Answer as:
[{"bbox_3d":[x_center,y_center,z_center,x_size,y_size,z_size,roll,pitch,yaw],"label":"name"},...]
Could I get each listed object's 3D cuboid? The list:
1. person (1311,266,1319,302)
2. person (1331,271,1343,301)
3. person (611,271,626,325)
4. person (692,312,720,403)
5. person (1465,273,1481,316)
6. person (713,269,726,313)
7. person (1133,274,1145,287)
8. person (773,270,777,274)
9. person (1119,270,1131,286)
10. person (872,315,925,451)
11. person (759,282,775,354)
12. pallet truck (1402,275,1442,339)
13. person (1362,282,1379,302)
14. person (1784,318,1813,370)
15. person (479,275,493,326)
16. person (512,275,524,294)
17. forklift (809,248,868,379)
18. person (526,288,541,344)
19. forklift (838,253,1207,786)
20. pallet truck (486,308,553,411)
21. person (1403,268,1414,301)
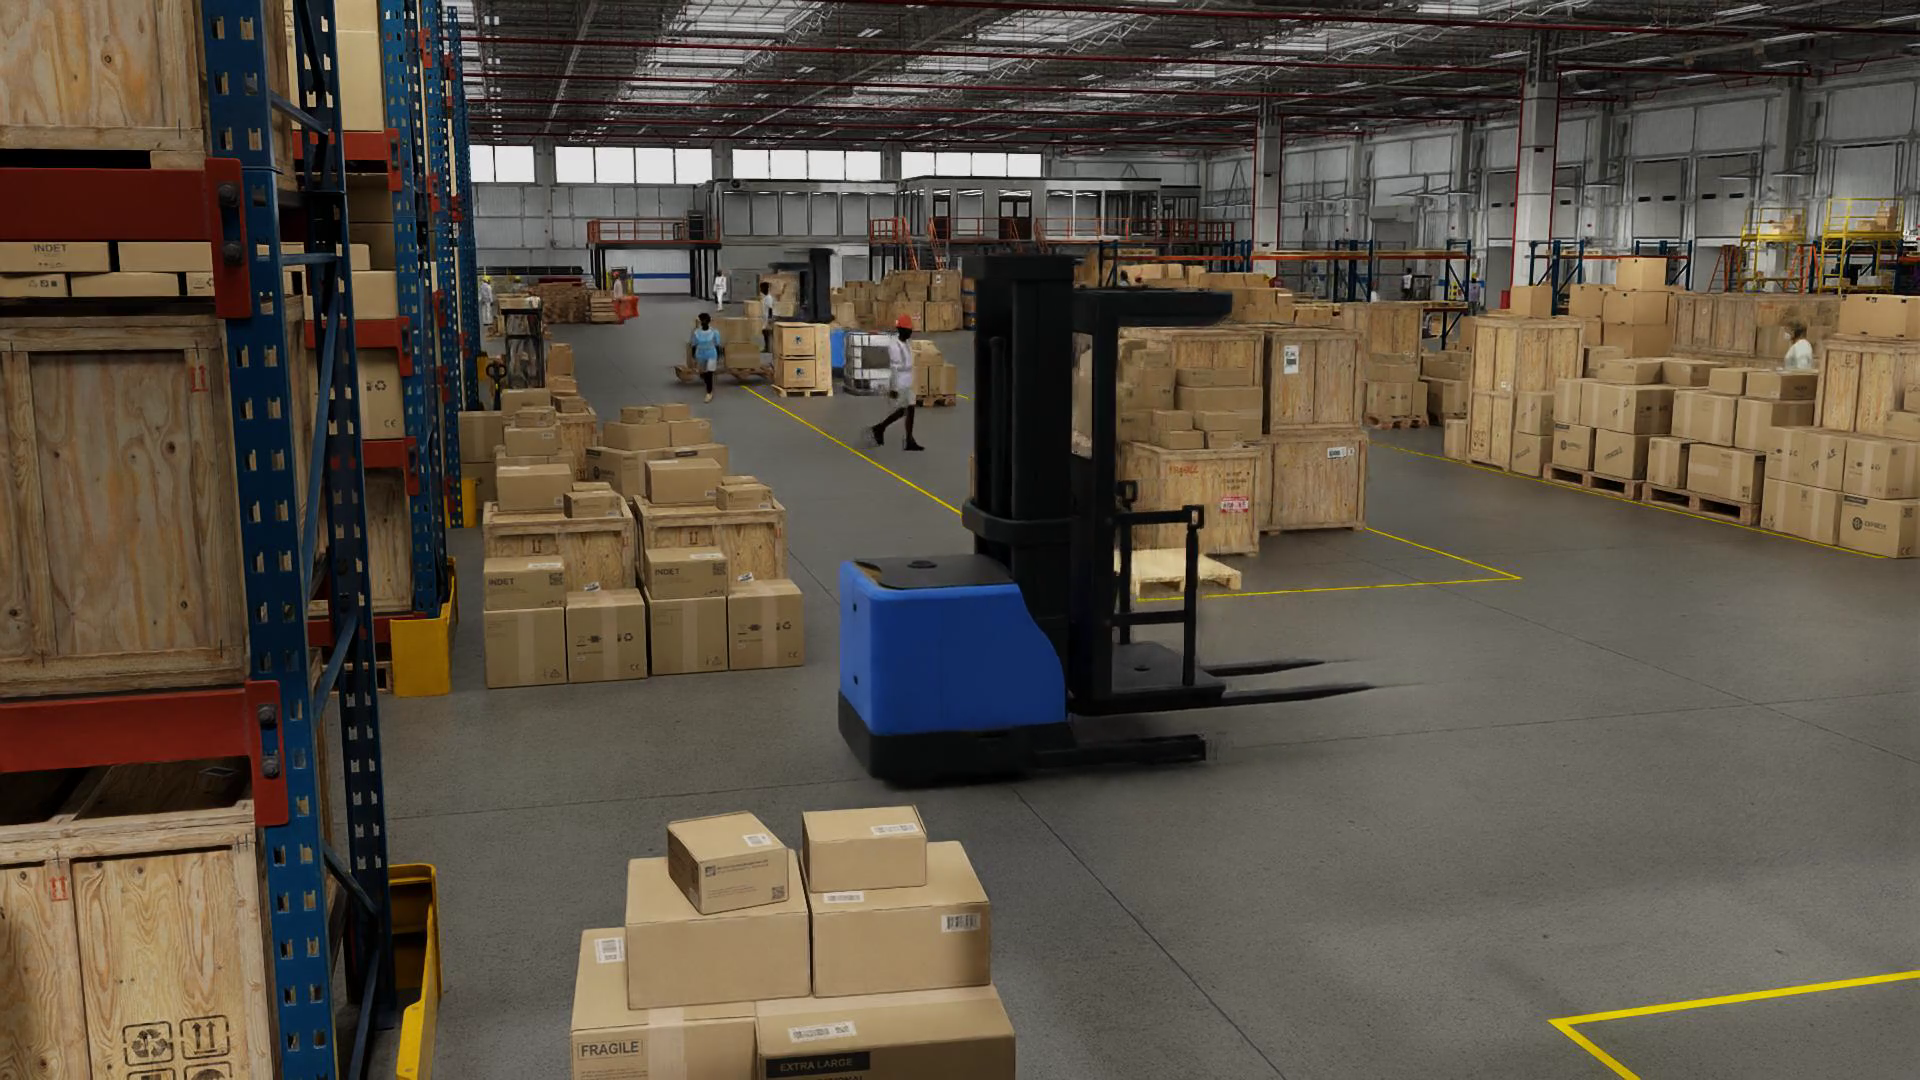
[{"bbox_3d":[16.354,-11.619,76.632,0.399,1.948,0.612,3,10,17],"label":"person"},{"bbox_3d":[19.701,-13.345,86.864,0.669,1.788,0.767,6,12,30],"label":"person"},{"bbox_3d":[-12.530,-8.833,60.800,0.450,1.960,0.617,-3,11,-18],"label":"person"},{"bbox_3d":[-4.667,-3.383,30.773,0.541,1.673,0.757,2,10,11],"label":"person"},{"bbox_3d":[18.376,-8.595,59.584,0.581,1.919,0.395,-1,10,-8],"label":"person"},{"bbox_3d":[-10.482,-10.845,72.425,0.600,1.878,0.527,6,12,29],"label":"person"},{"bbox_3d":[6.307,-8.393,58.465,0.578,1.910,0.823,-5,11,-26],"label":"person"},{"bbox_3d":[-8.848,-11.944,78.836,0.855,1.824,0.520,6,12,30],"label":"person"},{"bbox_3d":[5.676,-8.406,58.147,0.538,2.000,0.684,4,11,20],"label":"person"},{"bbox_3d":[-0.854,-2.205,23.380,0.694,1.920,0.556,5,11,24],"label":"person"},{"bbox_3d":[-5.084,-5.959,44.574,0.589,1.939,0.630,-4,11,-21],"label":"person"},{"bbox_3d":[14.620,-7.324,52.145,0.823,1.965,1.885,8,13,40],"label":"pallet truck"},{"bbox_3d":[11.974,-6.546,48.243,0.638,1.844,0.723,-3,11,-18],"label":"person"},{"bbox_3d":[10.861,-1.903,21.615,0.354,1.937,0.635,5,11,27],"label":"person"},{"bbox_3d":[-17.021,-8.605,59.891,0.586,1.823,0.403,7,12,36],"label":"person"},{"bbox_3d":[-17.319,-9.508,65.257,0.482,1.721,0.482,0,10,0],"label":"person"},{"bbox_3d":[-2.959,-4.835,35.554,1.873,2.768,1.129,-3,10,-15],"label":"forklift"},{"bbox_3d":[-12.628,-6.637,49.277,0.307,1.637,0.512,8,13,38],"label":"person"},{"bbox_3d":[0.312,-0.186,9.225,1.873,2.768,1.129,-3,10,-15],"label":"forklift"},{"bbox_3d":[-6.242,-2.418,24.362,0.823,1.965,1.885,1,10,3],"label":"pallet truck"},{"bbox_3d":[20.489,-11.481,75.961,0.443,1.897,0.601,-8,13,-40],"label":"person"}]
